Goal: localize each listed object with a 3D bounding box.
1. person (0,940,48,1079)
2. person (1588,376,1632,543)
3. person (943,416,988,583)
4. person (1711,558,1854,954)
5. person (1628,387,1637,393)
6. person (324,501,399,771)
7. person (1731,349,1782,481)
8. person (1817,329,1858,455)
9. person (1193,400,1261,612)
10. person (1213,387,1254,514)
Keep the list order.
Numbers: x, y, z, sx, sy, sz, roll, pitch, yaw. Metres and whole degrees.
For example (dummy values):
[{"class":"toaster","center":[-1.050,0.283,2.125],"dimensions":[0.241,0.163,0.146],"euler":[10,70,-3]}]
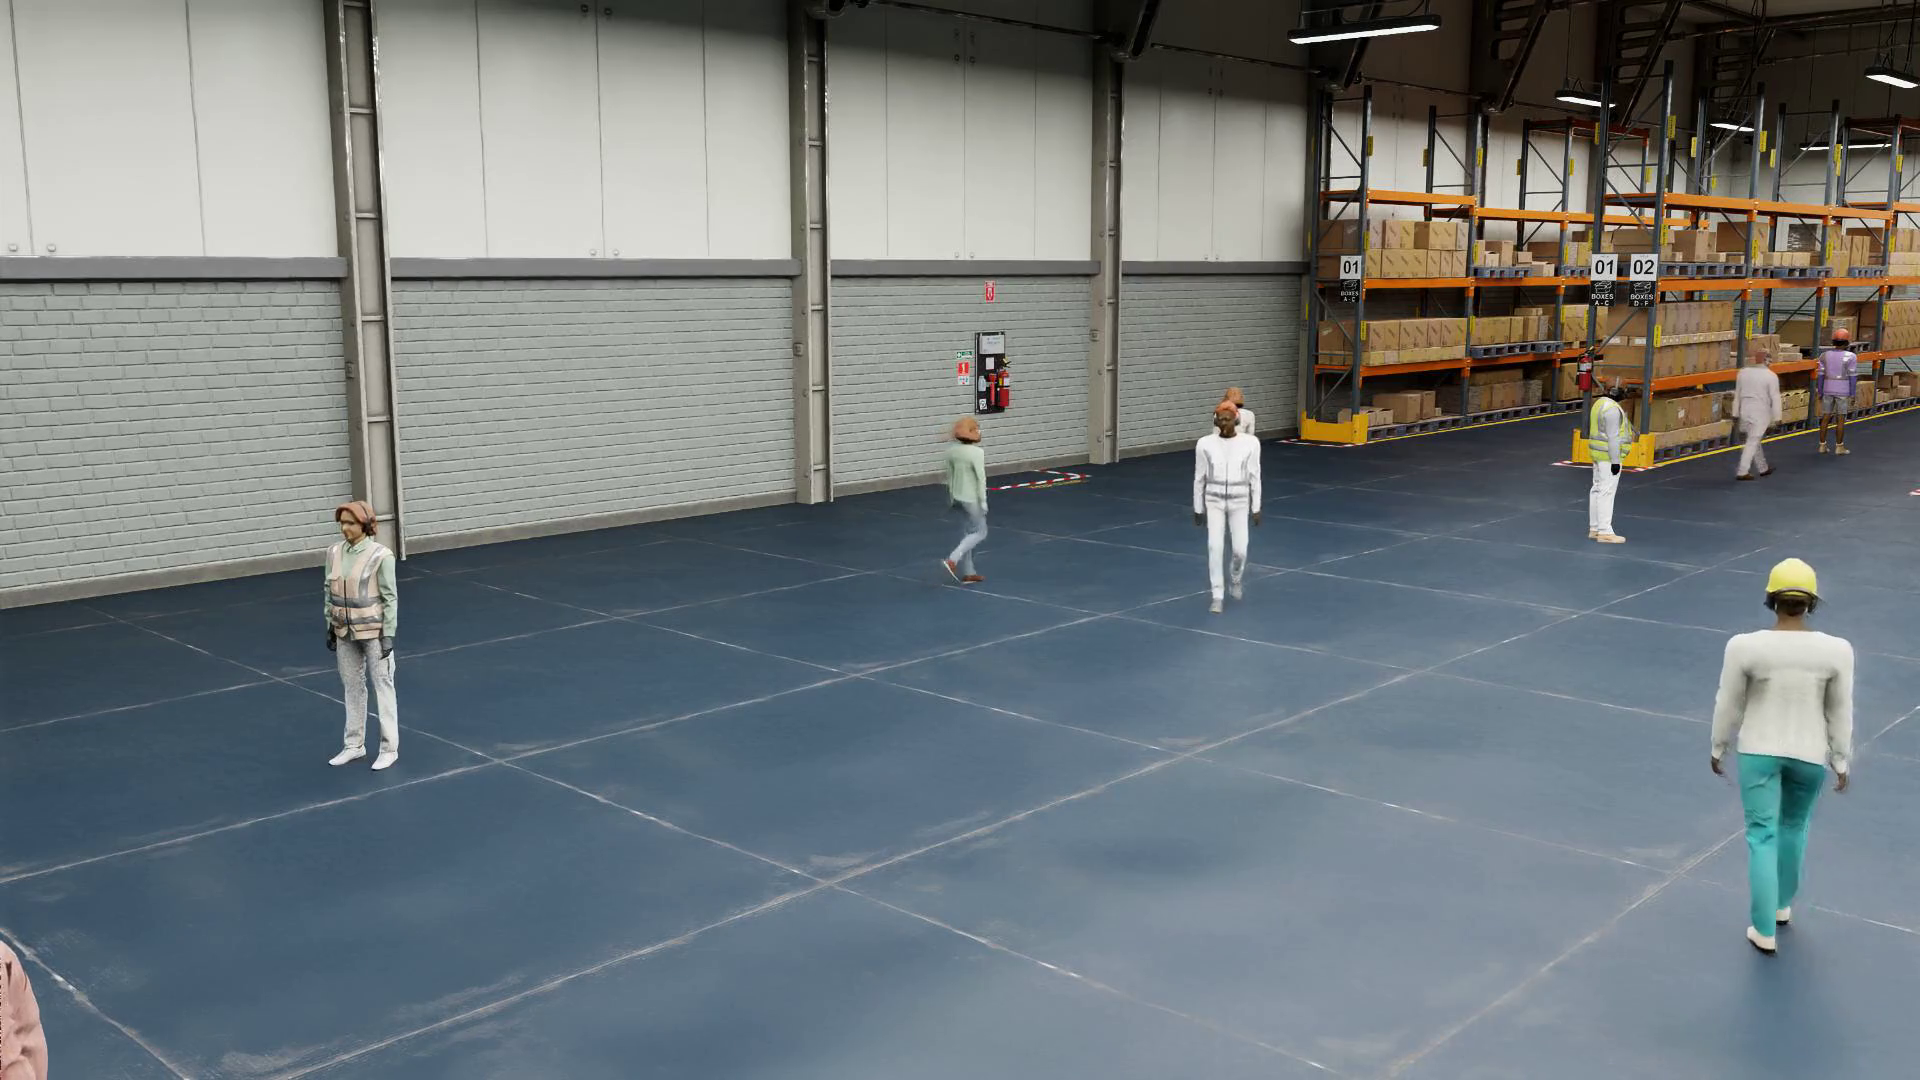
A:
[{"class":"person","center":[-2.332,1.454,3.881],"dimensions":[0.651,1.913,0.410],"euler":[5,11,28]},{"class":"person","center":[7.195,-0.895,18.426],"dimensions":[0.429,1.842,0.626],"euler":[1,9,4]},{"class":"person","center":[0.049,-0.369,15.857],"dimensions":[0.483,1.620,0.513],"euler":[-6,11,-34]},{"class":"person","center":[3.678,0.936,7.518],"dimensions":[0.547,1.741,0.711],"euler":[2,10,13]},{"class":"person","center":[13.349,-3.280,32.621],"dimensions":[0.690,1.943,0.643],"euler":[-7,12,-36]},{"class":"person","center":[-3.625,0.572,10.084],"dimensions":[0.515,1.641,0.307],"euler":[3,10,20]},{"class":"person","center":[11.482,-1.788,23.754],"dimensions":[0.948,1.866,0.677],"euler":[-4,10,-22]},{"class":"person","center":[14.192,-2.389,26.901],"dimensions":[0.371,2.044,0.615],"euler":[-7,12,-37]},{"class":"person","center":[2.362,-0.303,14.711],"dimensions":[0.607,1.870,0.470],"euler":[2,10,13]},{"class":"person","center":[3.232,-0.994,19.698],"dimensions":[0.499,1.626,0.307],"euler":[0,9,-1]}]
